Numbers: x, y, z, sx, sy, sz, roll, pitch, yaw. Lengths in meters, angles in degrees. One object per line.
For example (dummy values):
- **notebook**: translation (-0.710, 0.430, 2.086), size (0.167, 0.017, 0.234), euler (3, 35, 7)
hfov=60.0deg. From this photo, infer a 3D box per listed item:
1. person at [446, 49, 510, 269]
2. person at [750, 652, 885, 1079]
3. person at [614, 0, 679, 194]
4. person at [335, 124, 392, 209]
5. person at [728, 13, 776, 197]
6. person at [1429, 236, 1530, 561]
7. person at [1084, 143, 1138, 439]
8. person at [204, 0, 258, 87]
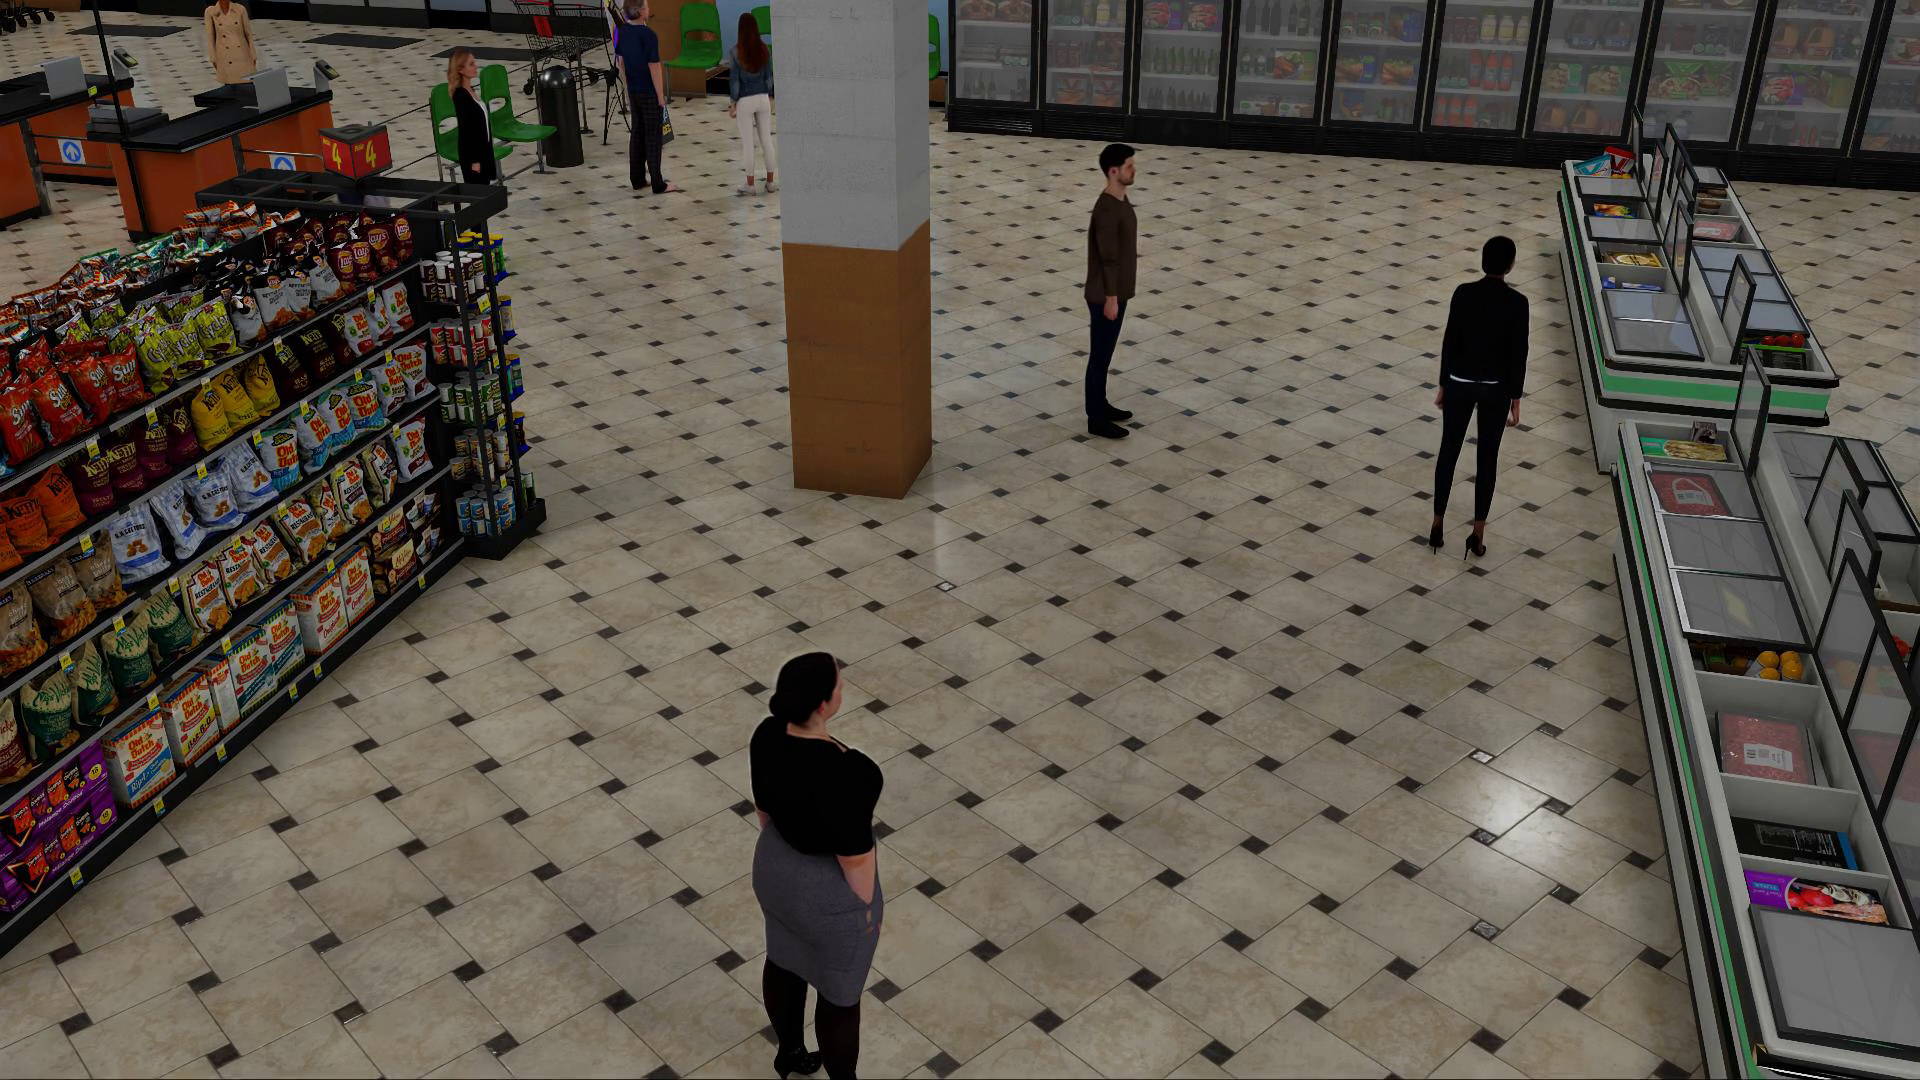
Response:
- **person**: translation (-4.039, -3.156, 13.827), size (0.734, 1.802, 0.595), euler (-3, 27, -6)
- **person**: translation (-0.475, 1.138, 5.406), size (0.790, 1.760, 0.774), euler (-24, 35, -39)
- **person**: translation (-3.039, -4.296, 15.999), size (0.731, 1.871, 0.682), euler (20, 33, 33)
- **person**: translation (-4.043, -1.936, 11.392), size (0.807, 1.829, 0.609), euler (-1, 27, -2)
- **person**: translation (-1.979, -4.174, 15.944), size (0.678, 1.703, 0.737), euler (-14, 30, -26)
- **person**: translation (2.819, -0.769, 9.083), size (0.671, 1.834, 0.628), euler (16, 31, 28)
- **person**: translation (0.954, -1.607, 10.677), size (0.712, 1.888, 0.516), euler (5, 27, 11)
- **person**: translation (-7.872, -5.223, 18.036), size (0.706, 1.682, 0.732), euler (-11, 29, -20)
